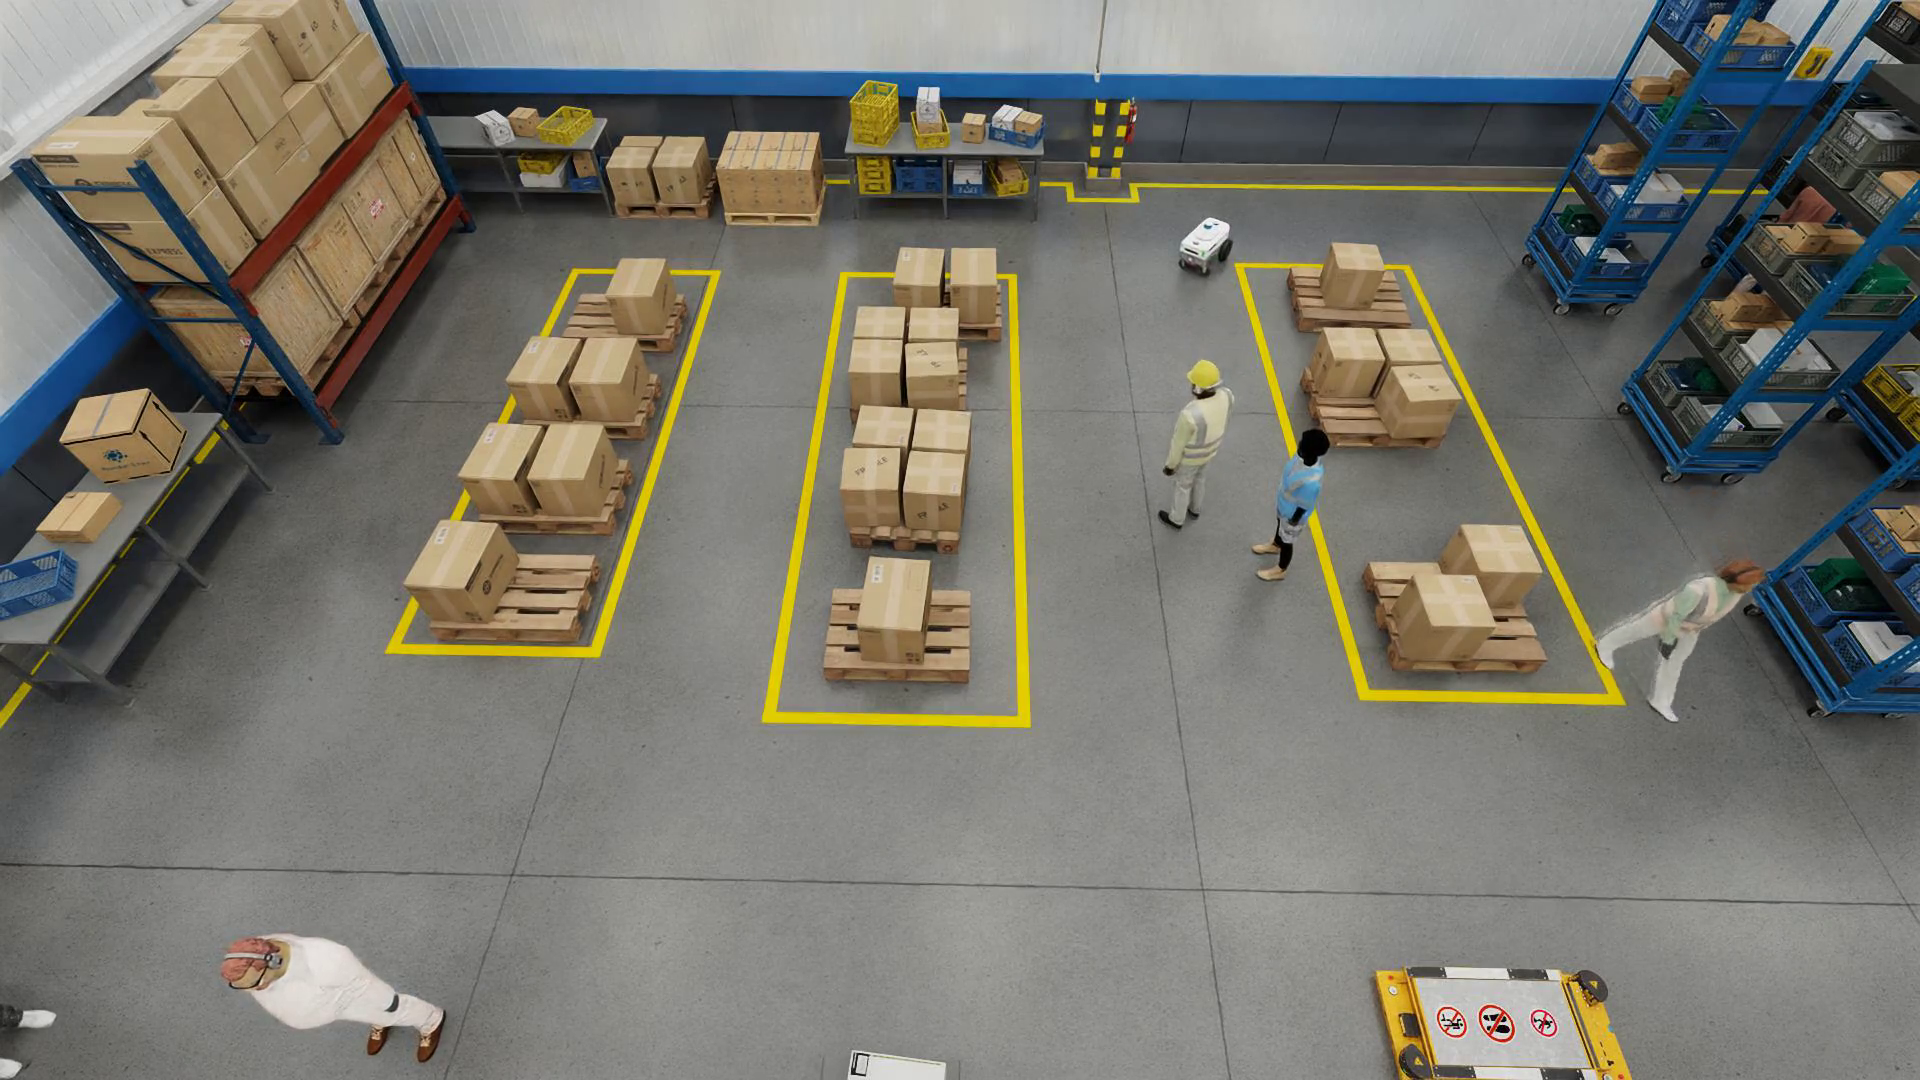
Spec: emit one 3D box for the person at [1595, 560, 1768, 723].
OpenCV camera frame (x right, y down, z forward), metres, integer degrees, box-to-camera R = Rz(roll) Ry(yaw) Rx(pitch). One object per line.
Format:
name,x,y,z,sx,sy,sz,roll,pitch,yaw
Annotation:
person,5.555,0.712,7.037,0.518,1.591,0.874,-3,51,-2

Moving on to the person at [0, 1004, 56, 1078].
person,-6.171,2.709,5.216,0.407,1.904,0.597,3,51,2

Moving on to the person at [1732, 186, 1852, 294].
person,9.071,-3.160,9.952,0.412,1.981,0.625,-20,54,-16

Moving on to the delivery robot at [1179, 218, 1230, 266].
delivery robot,2.994,-3.666,11.216,0.477,0.478,0.707,31,57,23

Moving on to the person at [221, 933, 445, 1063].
person,-3.590,2.639,5.278,0.647,1.900,0.401,5,51,4

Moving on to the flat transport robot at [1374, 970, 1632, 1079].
flat transport robot,3.501,3.133,5.914,1.431,0.197,0.652,1,51,1

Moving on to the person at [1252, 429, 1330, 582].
person,2.830,-0.300,7.805,0.321,1.690,0.535,5,51,4

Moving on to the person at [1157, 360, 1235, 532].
person,2.071,-0.830,8.159,0.607,1.813,0.437,-32,58,-23
